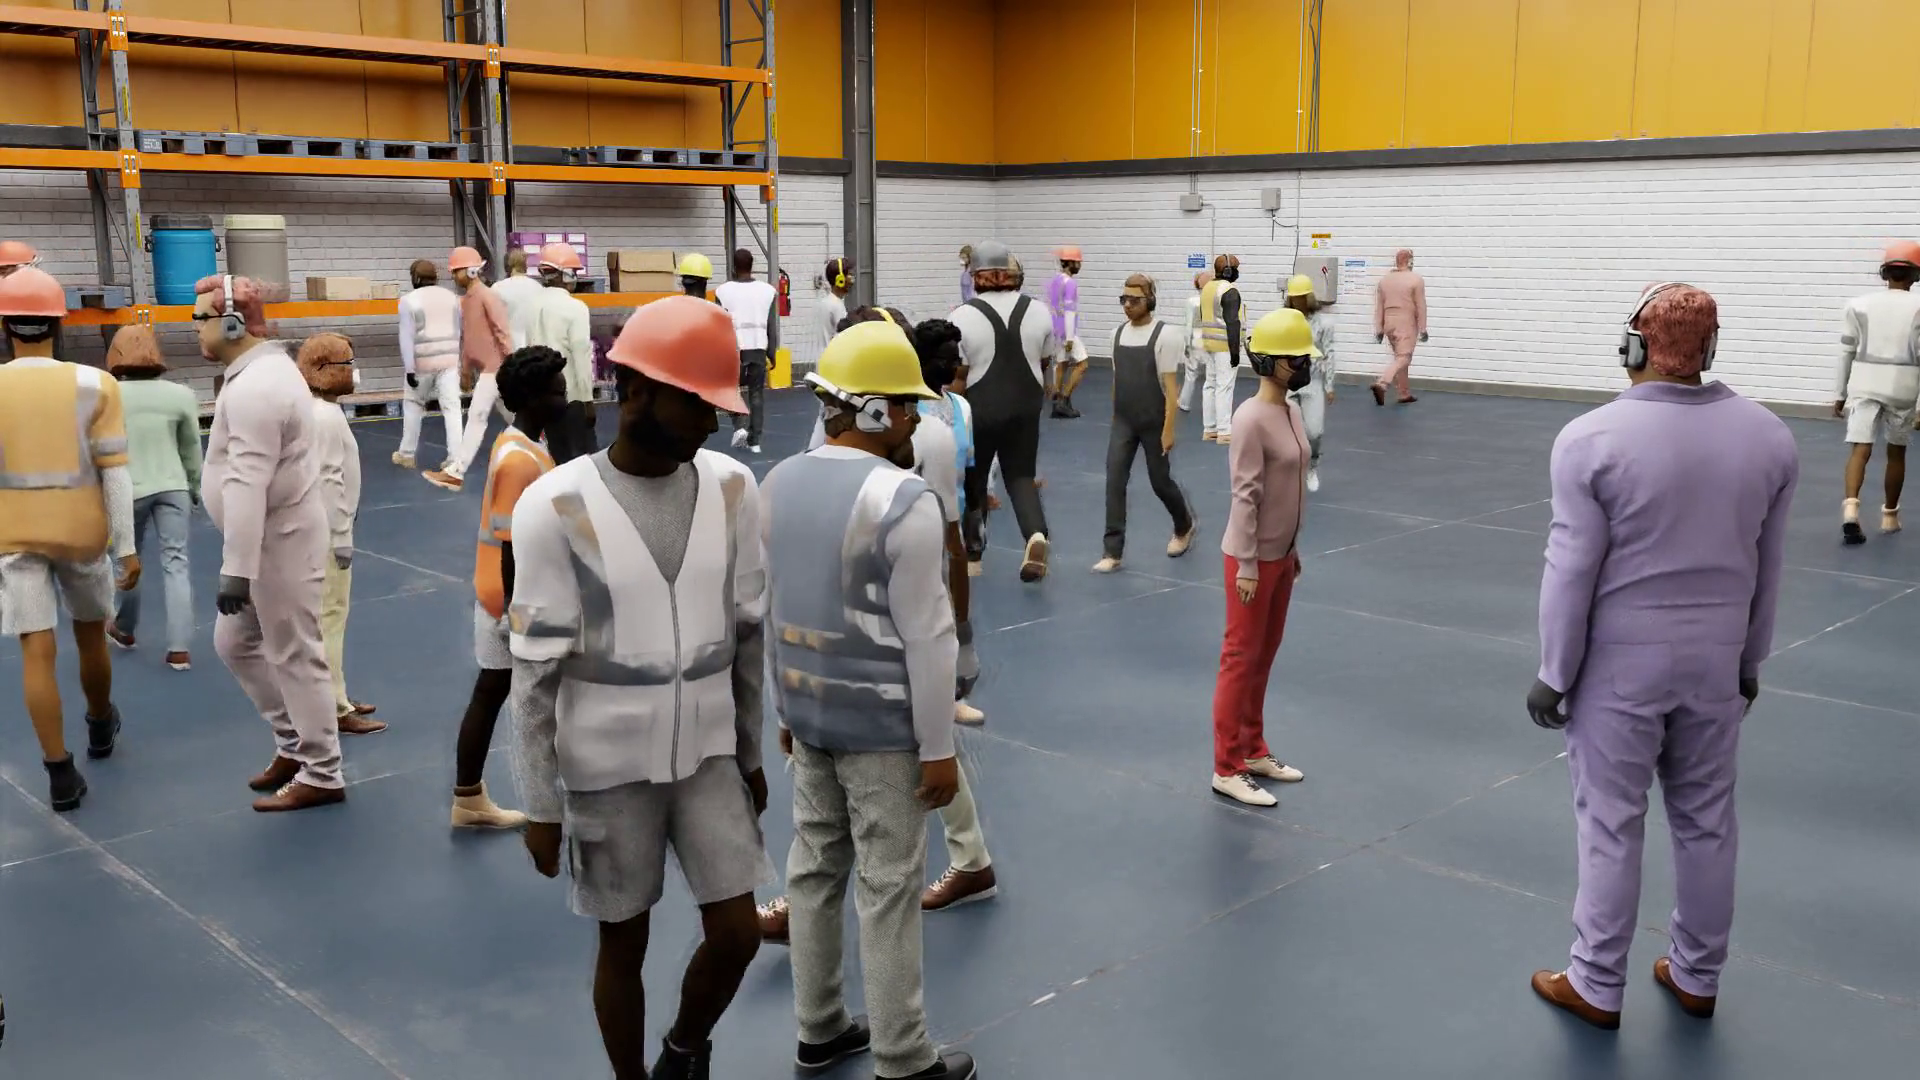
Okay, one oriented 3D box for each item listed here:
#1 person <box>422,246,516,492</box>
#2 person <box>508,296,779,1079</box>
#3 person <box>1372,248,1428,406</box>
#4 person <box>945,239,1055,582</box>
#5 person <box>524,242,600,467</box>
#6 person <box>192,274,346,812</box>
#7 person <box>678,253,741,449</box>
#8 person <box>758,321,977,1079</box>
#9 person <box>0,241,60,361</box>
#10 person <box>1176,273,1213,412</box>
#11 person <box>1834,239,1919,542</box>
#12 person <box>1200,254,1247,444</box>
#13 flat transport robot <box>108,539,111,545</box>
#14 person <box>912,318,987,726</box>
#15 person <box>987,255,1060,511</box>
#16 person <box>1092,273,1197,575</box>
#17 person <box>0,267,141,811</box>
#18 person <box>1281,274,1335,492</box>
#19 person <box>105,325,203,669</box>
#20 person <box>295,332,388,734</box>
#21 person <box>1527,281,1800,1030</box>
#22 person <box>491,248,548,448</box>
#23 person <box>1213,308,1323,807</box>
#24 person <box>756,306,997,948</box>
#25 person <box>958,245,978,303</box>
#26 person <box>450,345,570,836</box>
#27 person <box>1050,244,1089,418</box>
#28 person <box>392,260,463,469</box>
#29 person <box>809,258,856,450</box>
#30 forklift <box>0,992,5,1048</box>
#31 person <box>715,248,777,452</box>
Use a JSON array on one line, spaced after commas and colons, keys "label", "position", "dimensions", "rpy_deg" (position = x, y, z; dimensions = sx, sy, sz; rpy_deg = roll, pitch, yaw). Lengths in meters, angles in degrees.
[{"label": "person", "position": [-3.770, -1.359, 13.248], "dimensions": [1.095, 1.923, 0.644], "rpy_deg": [-6, 12, -29]}, {"label": "person", "position": [-0.639, 0.460, 3.424], "dimensions": [0.576, 1.902, 0.434], "rpy_deg": [-7, 12, -33]}, {"label": "person", "position": [5.246, -2.546, 19.896], "dimensions": [0.872, 1.875, 0.639], "rpy_deg": [-7, 12, -32]}, {"label": "person", "position": [0.228, -0.755, 9.661], "dimensions": [0.679, 2.000, 0.795], "rpy_deg": [-3, 11, -17]}, {"label": "person", "position": [-2.614, -0.928, 10.772], "dimensions": [0.627, 1.975, 0.552], "rpy_deg": [9, 14, 40]}, {"label": "person", "position": [-2.429, 0.027, 5.809], "dimensions": [0.484, 1.887, 0.665], "rpy_deg": [-4, 11, -22]}, {"label": "person", "position": [-1.833, -1.085, 11.867], "dimensions": [0.618, 1.880, 0.937], "rpy_deg": [5, 11, 23]}, {"label": "person", "position": [-0.219, 0.410, 3.894], "dimensions": [0.404, 1.828, 0.591], "rpy_deg": [-10, 14, -44]}, {"label": "person", "position": [-7.327, -1.312, 12.883], "dimensions": [0.809, 1.965, 0.650], "rpy_deg": [-7, 13, -35]}, {"label": "person", "position": [2.728, -2.196, 18.731], "dimensions": [0.543, 1.585, 0.872], "rpy_deg": [-3, 11, -17]}, {"label": "person", "position": [6.118, -0.983, 11.027], "dimensions": [0.623, 2.007, 0.991], "rpy_deg": [8, 13, 38]}, {"label": "person", "position": [2.578, -1.860, 16.231], "dimensions": [0.429, 1.843, 0.630], "rpy_deg": [-3, 11, -18]}, {"label": "flat transport robot", "position": [-6.170, -0.100, 10.916], "dimensions": [0.652, 0.197, 1.431], "rpy_deg": [-10, 15, -44]}, {"label": "person", "position": [-0.114, -0.060, 6.813], "dimensions": [0.377, 1.690, 0.565], "rpy_deg": [9, 14, 41]}, {"label": "person", "position": [0.366, -1.178, 12.433], "dimensions": [0.645, 1.883, 1.067], "rpy_deg": [8, 13, 38]}, {"label": "person", "position": [1.147, -0.725, 10.152], "dimensions": [0.513, 1.807, 0.908], "rpy_deg": [8, 13, 37]}, {"label": "person", "position": [-3.327, -0.029, 6.086], "dimensions": [0.570, 1.896, 0.930], "rpy_deg": [-5, 12, -26]}, {"label": "person", "position": [2.606, -1.170, 12.765], "dimensions": [0.511, 1.726, 0.373], "rpy_deg": [4, 11, 20]}, {"label": "person", "position": [-3.879, -0.217, 7.915], "dimensions": [0.531, 1.592, 0.816], "rpy_deg": [-8, 13, -38]}, {"label": "person", "position": [-2.557, -0.029, 6.811], "dimensions": [0.285, 1.633, 0.501], "rpy_deg": [-4, 11, -23]}, {"label": "person", "position": [1.756, 0.303, 4.259], "dimensions": [0.643, 1.910, 0.400], "rpy_deg": [-2, 11, -8]}, {"label": "person", "position": [-3.938, -1.682, 15.099], "dimensions": [0.816, 1.914, 0.668], "rpy_deg": [7, 13, 34]}, {"label": "person", "position": [1.121, 0.057, 5.984], "dimensions": [0.329, 1.767, 0.528], "rpy_deg": [6, 12, 30]}, {"label": "person", "position": [-0.276, 0.250, 4.768], "dimensions": [0.967, 1.815, 0.554], "rpy_deg": [-6, 12, -31]}, {"label": "person", "position": [0.197, -3.100, 22.900], "dimensions": [0.961, 1.889, 0.643], "rpy_deg": [-4, 11, -21]}, {"label": "person", "position": [-1.357, 0.178, 5.587], "dimensions": [0.835, 1.652, 0.541], "rpy_deg": [-3, 11, -16]}, {"label": "person", "position": [1.199, -2.287, 18.360], "dimensions": [0.424, 1.923, 0.543], "rpy_deg": [-3, 11, -18]}, {"label": "person", "position": [-4.630, -1.509, 14.415], "dimensions": [0.877, 1.805, 0.633], "rpy_deg": [10, 14, 43]}, {"label": "person", "position": [-0.875, -1.318, 13.289], "dimensions": [0.884, 1.831, 0.542], "rpy_deg": [-3, 11, -14]}, {"label": "forklift", "position": [-3.245, 0.323, 3.363], "dimensions": [2.313, 2.155, 1.214], "rpy_deg": [2, 11, 13]}, {"label": "person", "position": [-1.993, -1.763, 15.563], "dimensions": [0.586, 1.901, 0.450], "rpy_deg": [-3, 11, -17]}]
